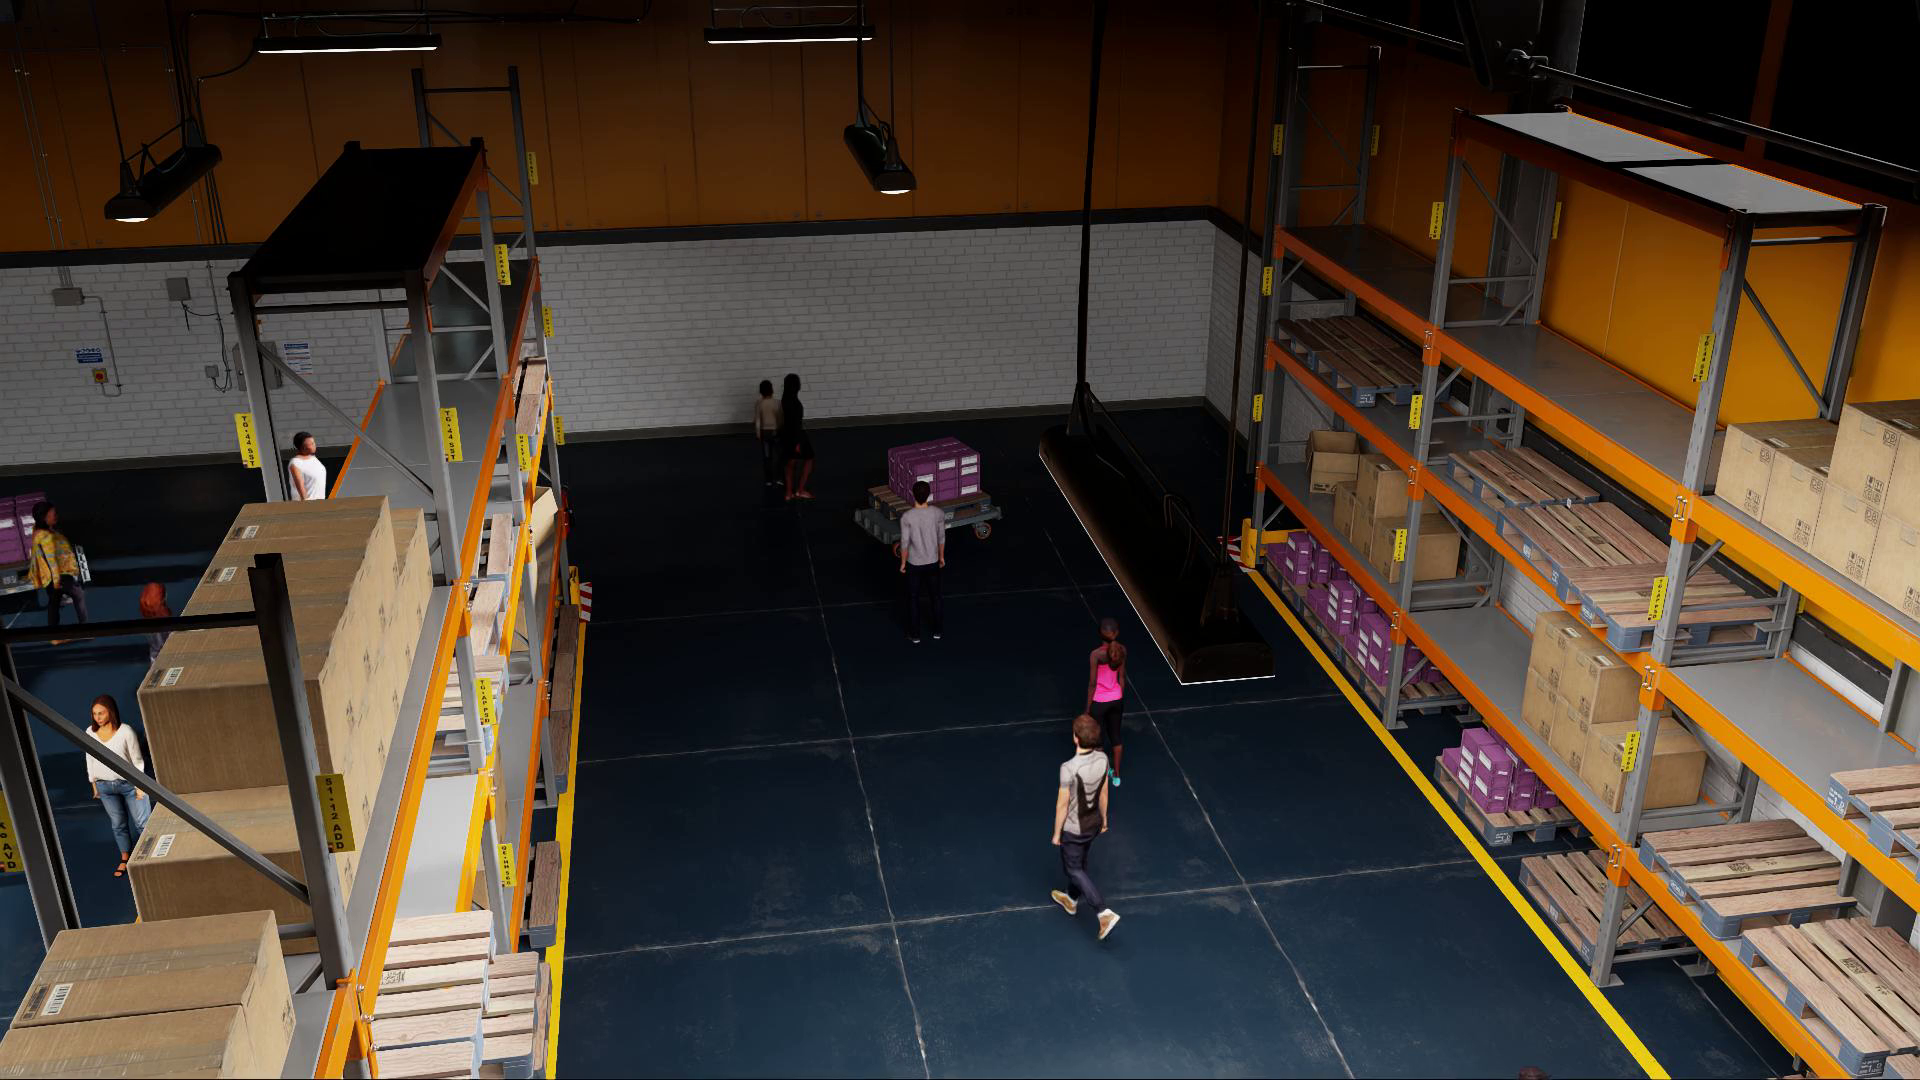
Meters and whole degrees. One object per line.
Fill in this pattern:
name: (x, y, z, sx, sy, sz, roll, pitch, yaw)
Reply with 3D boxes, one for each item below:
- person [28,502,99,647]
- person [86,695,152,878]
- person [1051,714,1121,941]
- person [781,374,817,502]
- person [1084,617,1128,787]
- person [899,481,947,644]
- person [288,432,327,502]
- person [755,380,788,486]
person: (-9.748, 0.389, 17.754, 0.960, 1.638, 0.909, -21, 31, -39)
person: (-7.019, 2.042, 13.919, 0.646, 1.682, 0.589, 0, 24, 0)
person: (1.006, 2.280, 13.128, 0.984, 1.879, 1.194, -17, 29, -34)
person: (-2.228, -1.304, 21.543, 0.753, 1.705, 0.655, -11, 26, -23)
person: (1.329, 1.482, 15.148, 0.627, 1.723, 0.631, -11, 26, -24)
person: (-0.398, 0.220, 17.885, 0.689, 1.843, 0.584, -8, 25, -17)
person: (-7.751, -0.485, 19.727, 0.918, 1.660, 1.012, 3, 24, 7)
person: (-2.512, -1.393, 22.055, 0.681, 1.460, 0.700, 3, 24, 7)
